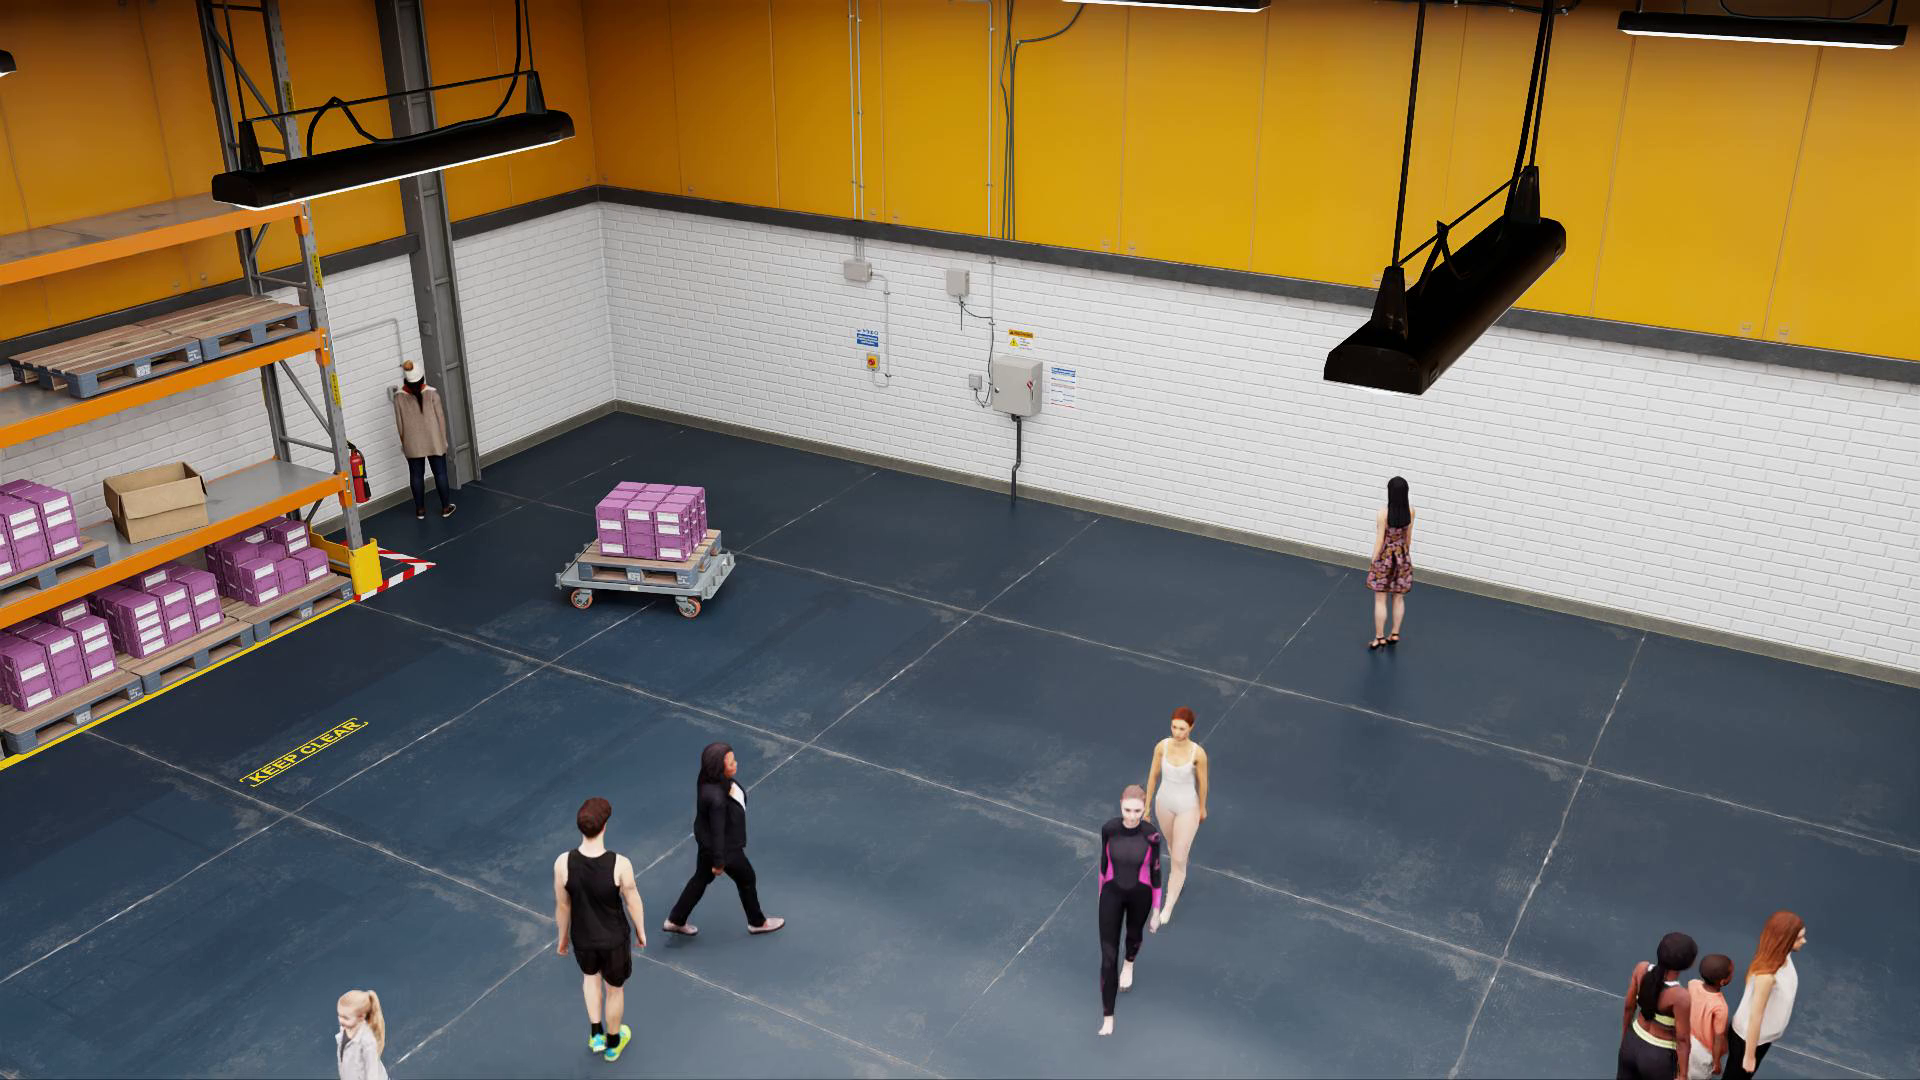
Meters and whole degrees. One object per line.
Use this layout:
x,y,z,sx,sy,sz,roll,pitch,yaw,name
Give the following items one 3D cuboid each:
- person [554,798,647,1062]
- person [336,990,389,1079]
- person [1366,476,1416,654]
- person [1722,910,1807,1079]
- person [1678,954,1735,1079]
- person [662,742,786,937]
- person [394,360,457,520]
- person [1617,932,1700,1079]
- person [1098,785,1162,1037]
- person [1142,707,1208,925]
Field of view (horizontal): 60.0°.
-2.281,2.518,10.436,0.820,1.879,0.828,1,24,2,person
-3.453,3.148,9.756,0.719,1.268,0.609,-21,31,-40,person
4.085,0.227,15.808,0.794,1.773,0.865,-9,25,-20,person
4.645,2.894,9.778,0.687,1.716,0.539,19,30,37,person
4.411,3.037,9.963,0.604,1.306,0.532,-3,24,-8,person
-1.770,2.144,11.659,1.173,1.584,1.075,-8,25,-17,person
-6.085,-1.158,18.834,0.825,1.887,0.871,-4,24,-8,person
3.946,2.977,9.540,0.691,1.755,0.667,-14,27,-30,person
1.123,2.346,11.051,0.844,1.701,1.214,4,24,10,person
1.611,1.922,12.139,0.596,1.607,1.000,12,26,25,person
